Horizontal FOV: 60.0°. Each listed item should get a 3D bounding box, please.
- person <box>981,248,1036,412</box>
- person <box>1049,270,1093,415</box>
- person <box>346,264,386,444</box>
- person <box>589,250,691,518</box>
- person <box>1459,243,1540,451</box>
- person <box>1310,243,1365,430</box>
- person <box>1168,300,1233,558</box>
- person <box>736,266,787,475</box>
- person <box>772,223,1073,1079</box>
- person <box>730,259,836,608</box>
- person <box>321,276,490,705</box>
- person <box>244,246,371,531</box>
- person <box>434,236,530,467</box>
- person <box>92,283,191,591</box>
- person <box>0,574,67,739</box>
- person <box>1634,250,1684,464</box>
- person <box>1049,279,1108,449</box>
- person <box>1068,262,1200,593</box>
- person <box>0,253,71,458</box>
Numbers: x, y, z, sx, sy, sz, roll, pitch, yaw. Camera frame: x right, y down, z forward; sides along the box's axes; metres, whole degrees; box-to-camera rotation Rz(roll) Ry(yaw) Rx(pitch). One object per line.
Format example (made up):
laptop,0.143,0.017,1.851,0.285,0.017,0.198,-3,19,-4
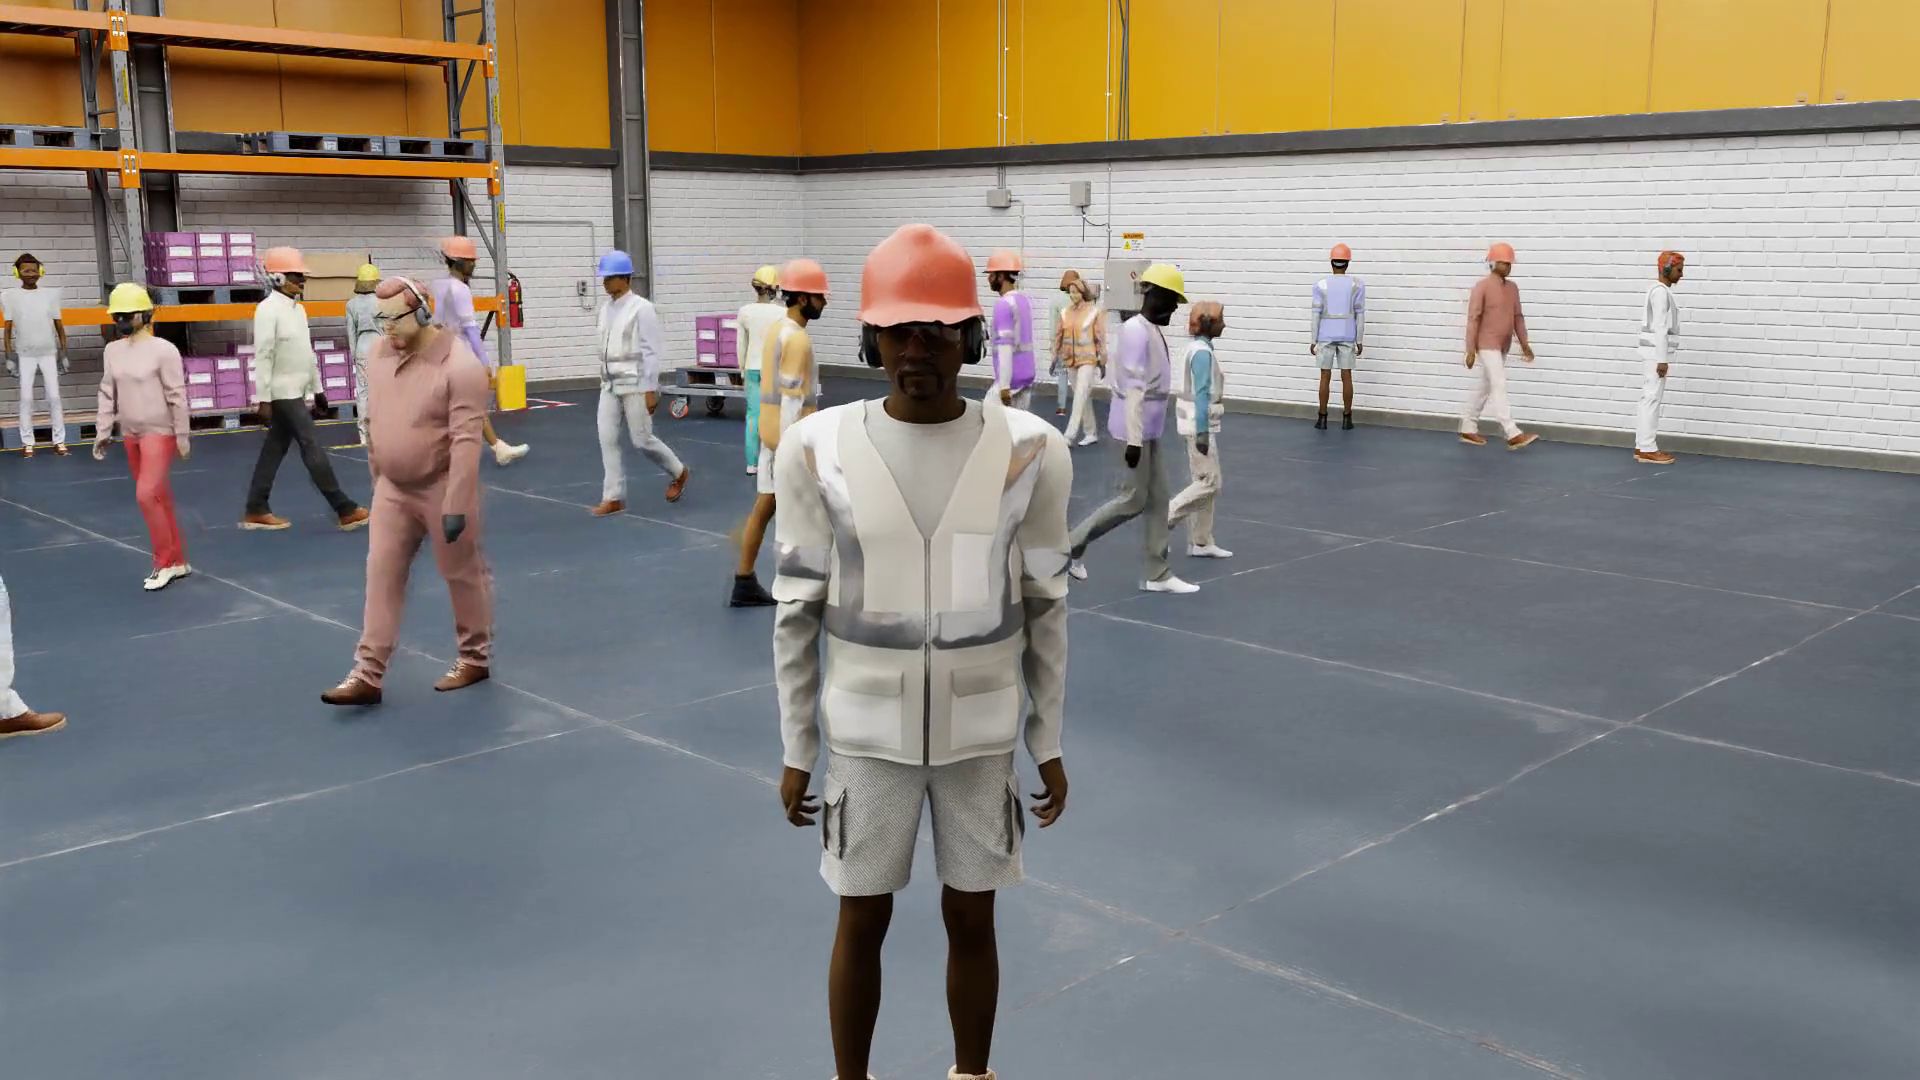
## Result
person,0.370,-1.227,12.570,0.457,1.923,0.555,5,11,25
person,1.252,-2.218,18.750,0.497,1.634,0.279,0,10,-2
person,-5.678,-1.791,16.121,0.487,1.746,0.287,2,11,9
person,-2.342,-1.136,12.072,0.623,1.920,0.782,8,13,37
person,5.163,-1.836,15.818,0.620,1.943,0.983,-9,14,-40
person,3.935,-2.118,17.372,0.552,1.936,0.360,1,10,8
person,1.462,-0.677,10.350,0.460,1.624,0.533,1,10,8
person,-1.624,-1.416,14.016,0.533,1.767,0.324,5,12,26
person,-0.070,0.394,3.391,0.611,2.042,0.391,-1,10,-4
person,-0.819,-0.564,9.038,0.978,1.887,0.568,-4,11,-20
person,-2.361,-0.193,7.129,0.699,1.848,0.938,4,11,20
person,-4.497,-1.013,11.340,0.996,1.940,0.641,0,10,-3
person,-4.140,-1.565,14.185,0.988,1.997,0.642,-6,12,-30
person,-4.702,-0.584,9.513,0.541,1.746,0.583,5,11,23
person,-4.040,-0.069,6.456,0.808,1.858,0.591,-7,13,-35
person,6.248,-1.632,14.865,0.353,1.887,0.572,3,11,17
person,1.080,-1.657,15.760,0.545,1.591,0.840,9,14,39
person,0.963,-0.628,9.440,0.775,1.877,0.624,3,11,15
person,-8.444,-1.680,15.218,0.542,1.861,0.328,-7,13,-35
